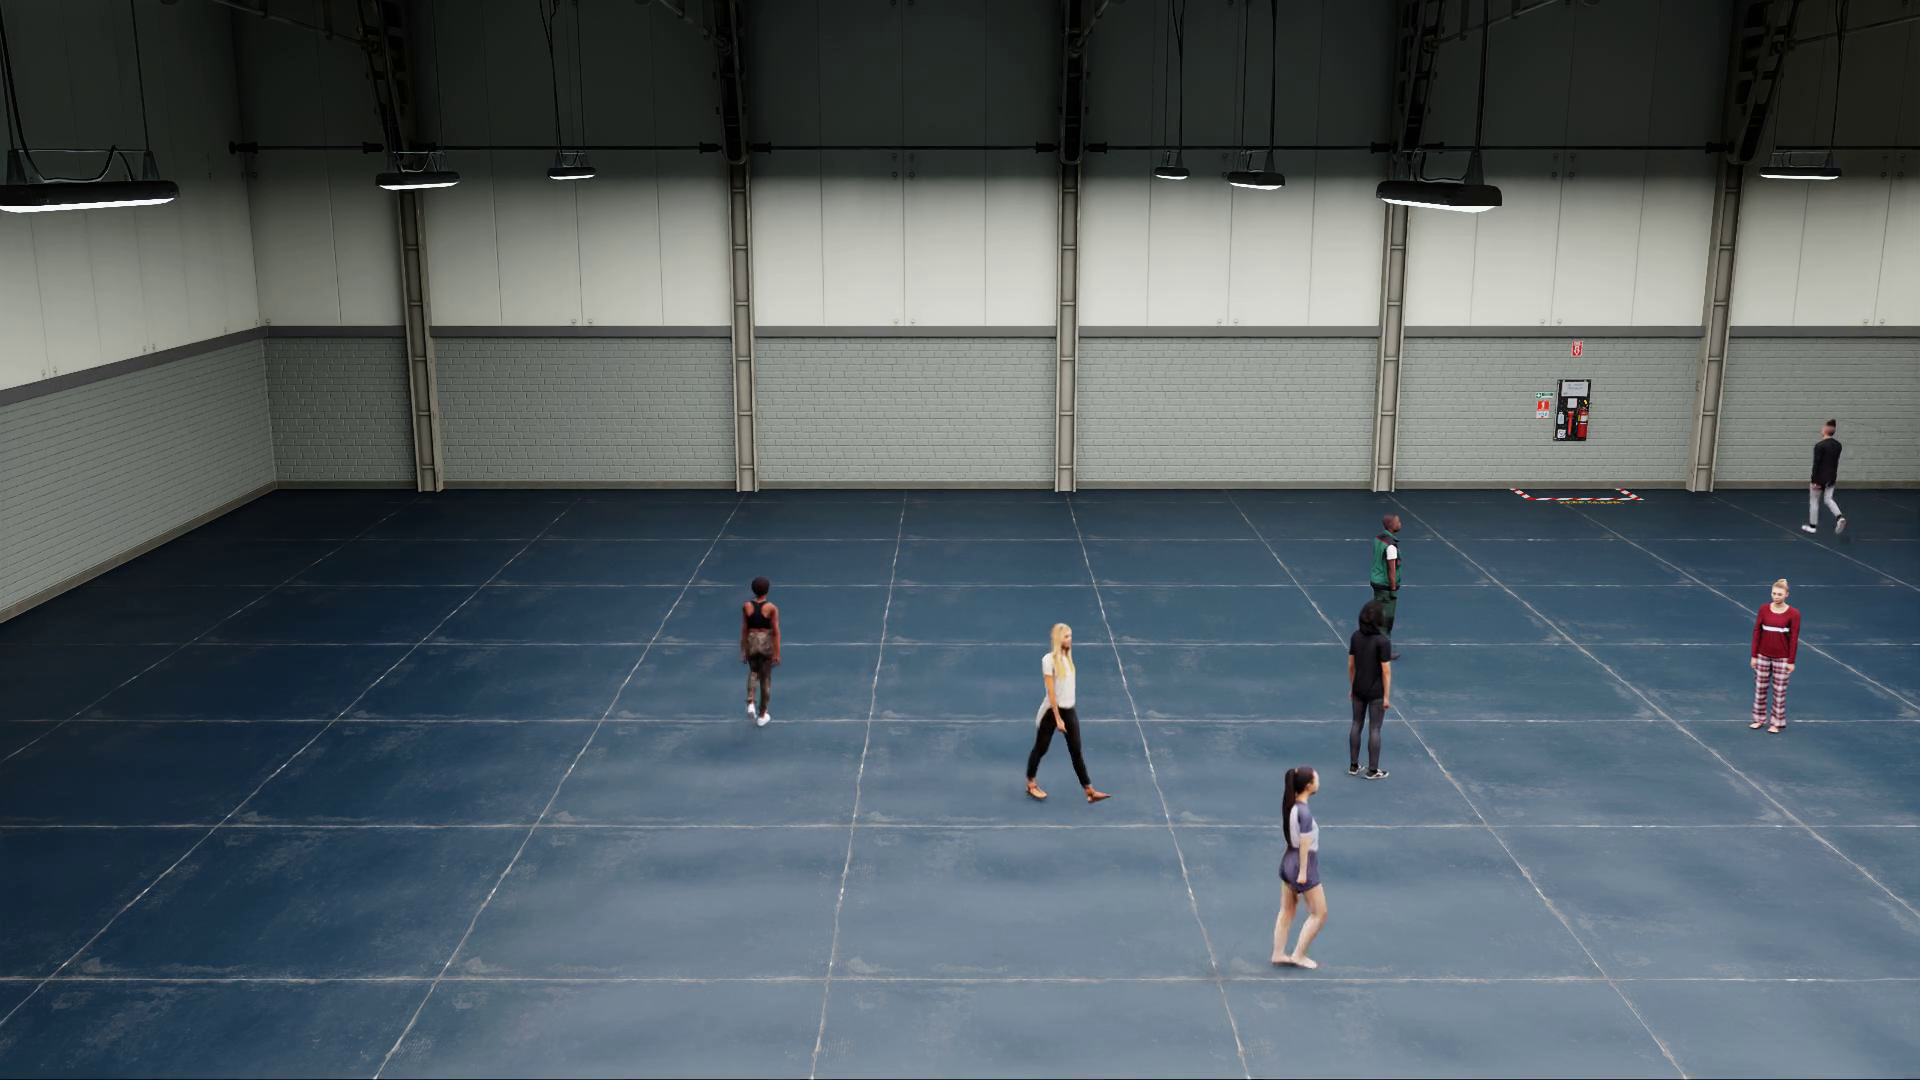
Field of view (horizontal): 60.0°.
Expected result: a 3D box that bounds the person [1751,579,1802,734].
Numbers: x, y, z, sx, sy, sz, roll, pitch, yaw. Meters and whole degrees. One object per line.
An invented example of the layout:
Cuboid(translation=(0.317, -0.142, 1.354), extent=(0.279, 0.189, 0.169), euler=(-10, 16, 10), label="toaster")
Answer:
Cuboid(translation=(8.890, 1.262, 18.138), extent=(0.663, 1.700, 0.742), euler=(11, 17, 39), label="person")

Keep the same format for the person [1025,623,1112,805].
Cuboid(translation=(0.843, 1.696, 16.082), extent=(1.195, 1.781, 1.080), euler=(11, 17, 39), label="person")

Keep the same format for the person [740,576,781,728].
Cuboid(translation=(-2.216, 1.246, 18.227), extent=(0.698, 1.689, 0.731), euler=(3, 13, 11), label="person")

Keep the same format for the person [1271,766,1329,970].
Cuboid(translation=(2.521, 2.537, 12.774), extent=(0.640, 1.635, 0.643), euler=(-2, 13, -9), label="person")

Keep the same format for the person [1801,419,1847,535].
Cuboid(translation=(14.355, -1.016, 27.457), extent=(1.066, 1.933, 0.949), euler=(-4, 14, -16), label="person")

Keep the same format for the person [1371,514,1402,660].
Cuboid(translation=(5.334, 0.565, 20.839), extent=(0.625, 1.839, 0.715), euler=(-2, 13, -7), label="person")

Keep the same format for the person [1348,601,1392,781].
Cuboid(translation=(4.128, 1.501, 16.807), extent=(0.741, 1.834, 0.693), euler=(-11, 17, -40), label="person")
